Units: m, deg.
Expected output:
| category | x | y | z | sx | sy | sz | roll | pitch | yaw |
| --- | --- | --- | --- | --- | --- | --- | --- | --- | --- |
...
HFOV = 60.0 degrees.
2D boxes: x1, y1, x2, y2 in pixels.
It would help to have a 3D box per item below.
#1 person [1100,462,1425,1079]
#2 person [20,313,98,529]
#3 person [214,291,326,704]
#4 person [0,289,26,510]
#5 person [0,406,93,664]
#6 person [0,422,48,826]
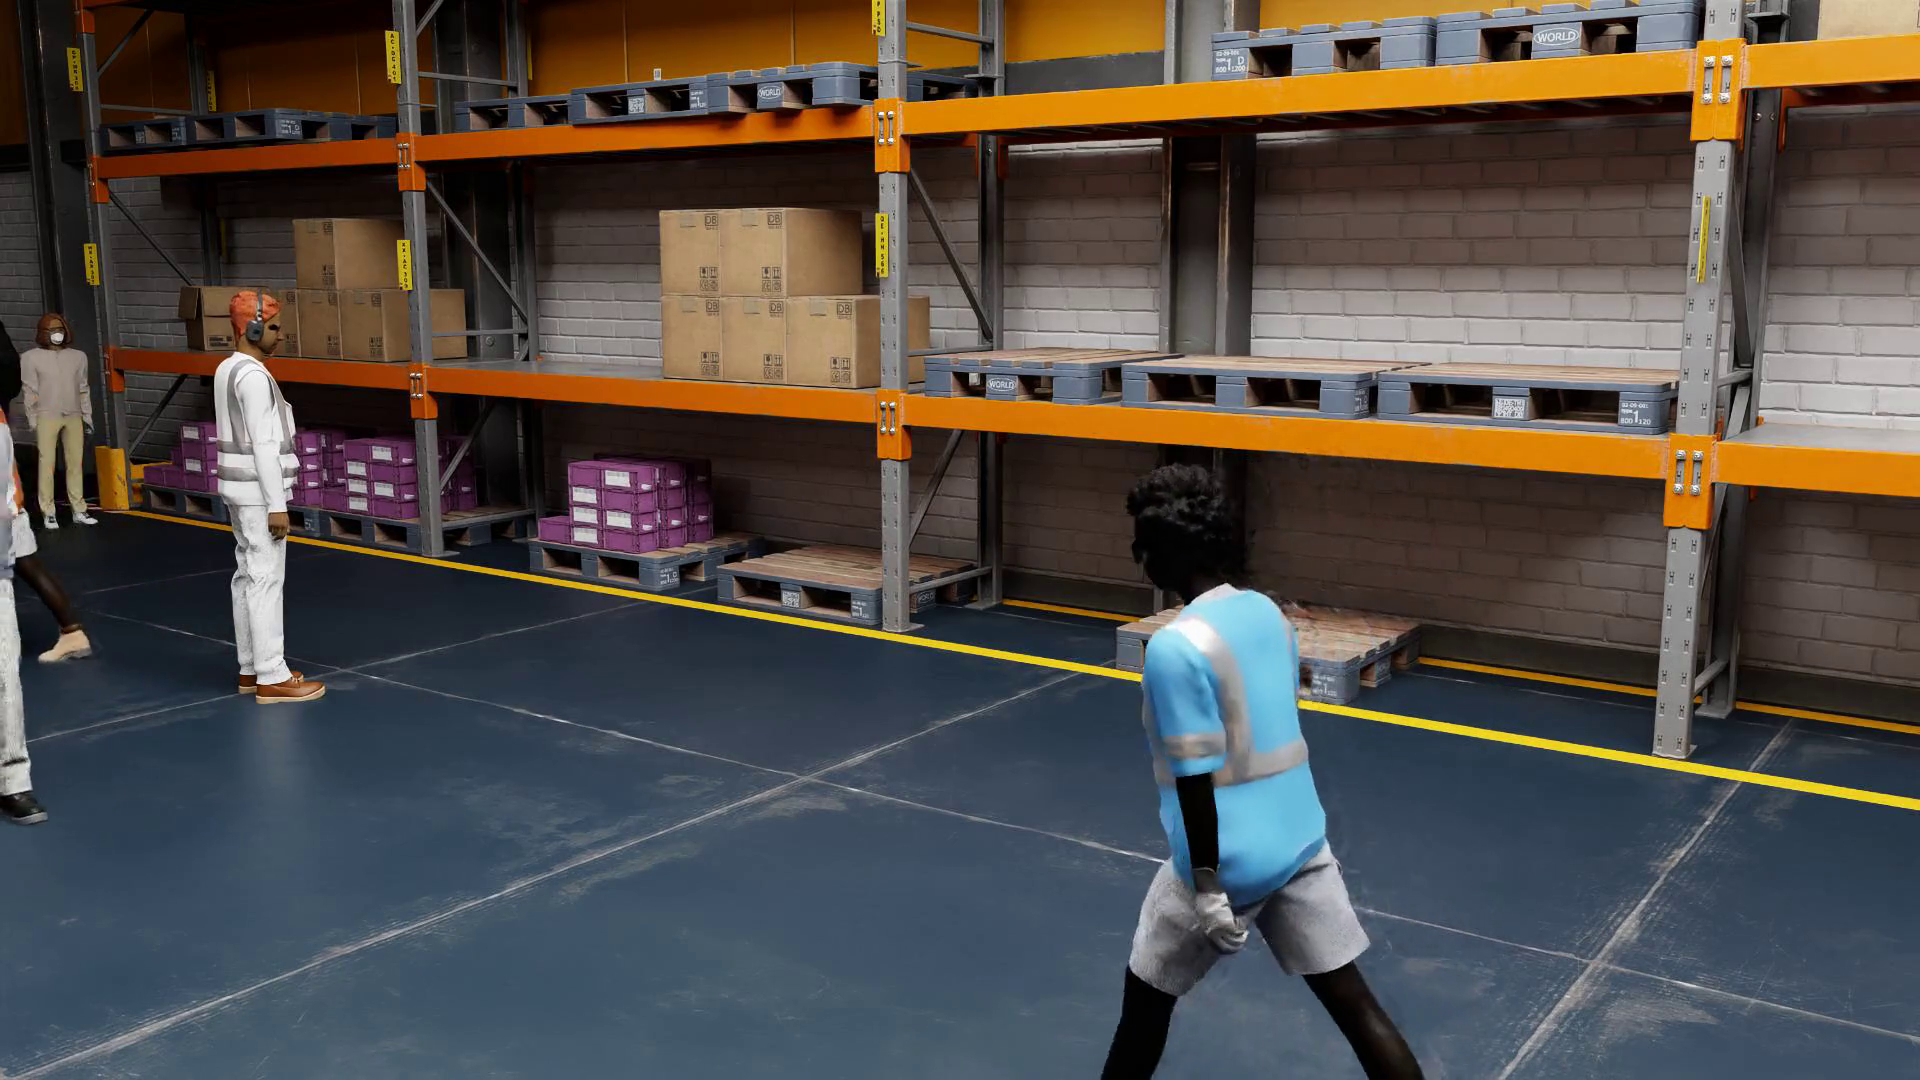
| category | x | y | z | sx | sy | sz | roll | pitch | yaw |
| --- | --- | --- | --- | --- | --- | --- | --- | --- | --- |
| person | 0.623 | 0.645 | 3.491 | 1.026 | 1.611 | 0.542 | 7 | 12 | 37 |
| person | -6.845 | -0.907 | 12.648 | 0.286 | 1.633 | 0.499 | 7 | 12 | 35 |
| person | -3.212 | -0.194 | 7.652 | 0.356 | 1.887 | 0.573 | -7 | 12 | -36 |
| person | -7.669 | -1.185 | 13.097 | 0.535 | 2.000 | 0.674 | -1 | 10 | -6 |
| person | -4.781 | -0.160 | 8.155 | 0.886 | 1.651 | 0.536 | -3 | 10 | -18 |
| person | -3.699 | 0.125 | 6.014 | 0.789 | 1.806 | 0.587 | 7 | 12 | 35 |
